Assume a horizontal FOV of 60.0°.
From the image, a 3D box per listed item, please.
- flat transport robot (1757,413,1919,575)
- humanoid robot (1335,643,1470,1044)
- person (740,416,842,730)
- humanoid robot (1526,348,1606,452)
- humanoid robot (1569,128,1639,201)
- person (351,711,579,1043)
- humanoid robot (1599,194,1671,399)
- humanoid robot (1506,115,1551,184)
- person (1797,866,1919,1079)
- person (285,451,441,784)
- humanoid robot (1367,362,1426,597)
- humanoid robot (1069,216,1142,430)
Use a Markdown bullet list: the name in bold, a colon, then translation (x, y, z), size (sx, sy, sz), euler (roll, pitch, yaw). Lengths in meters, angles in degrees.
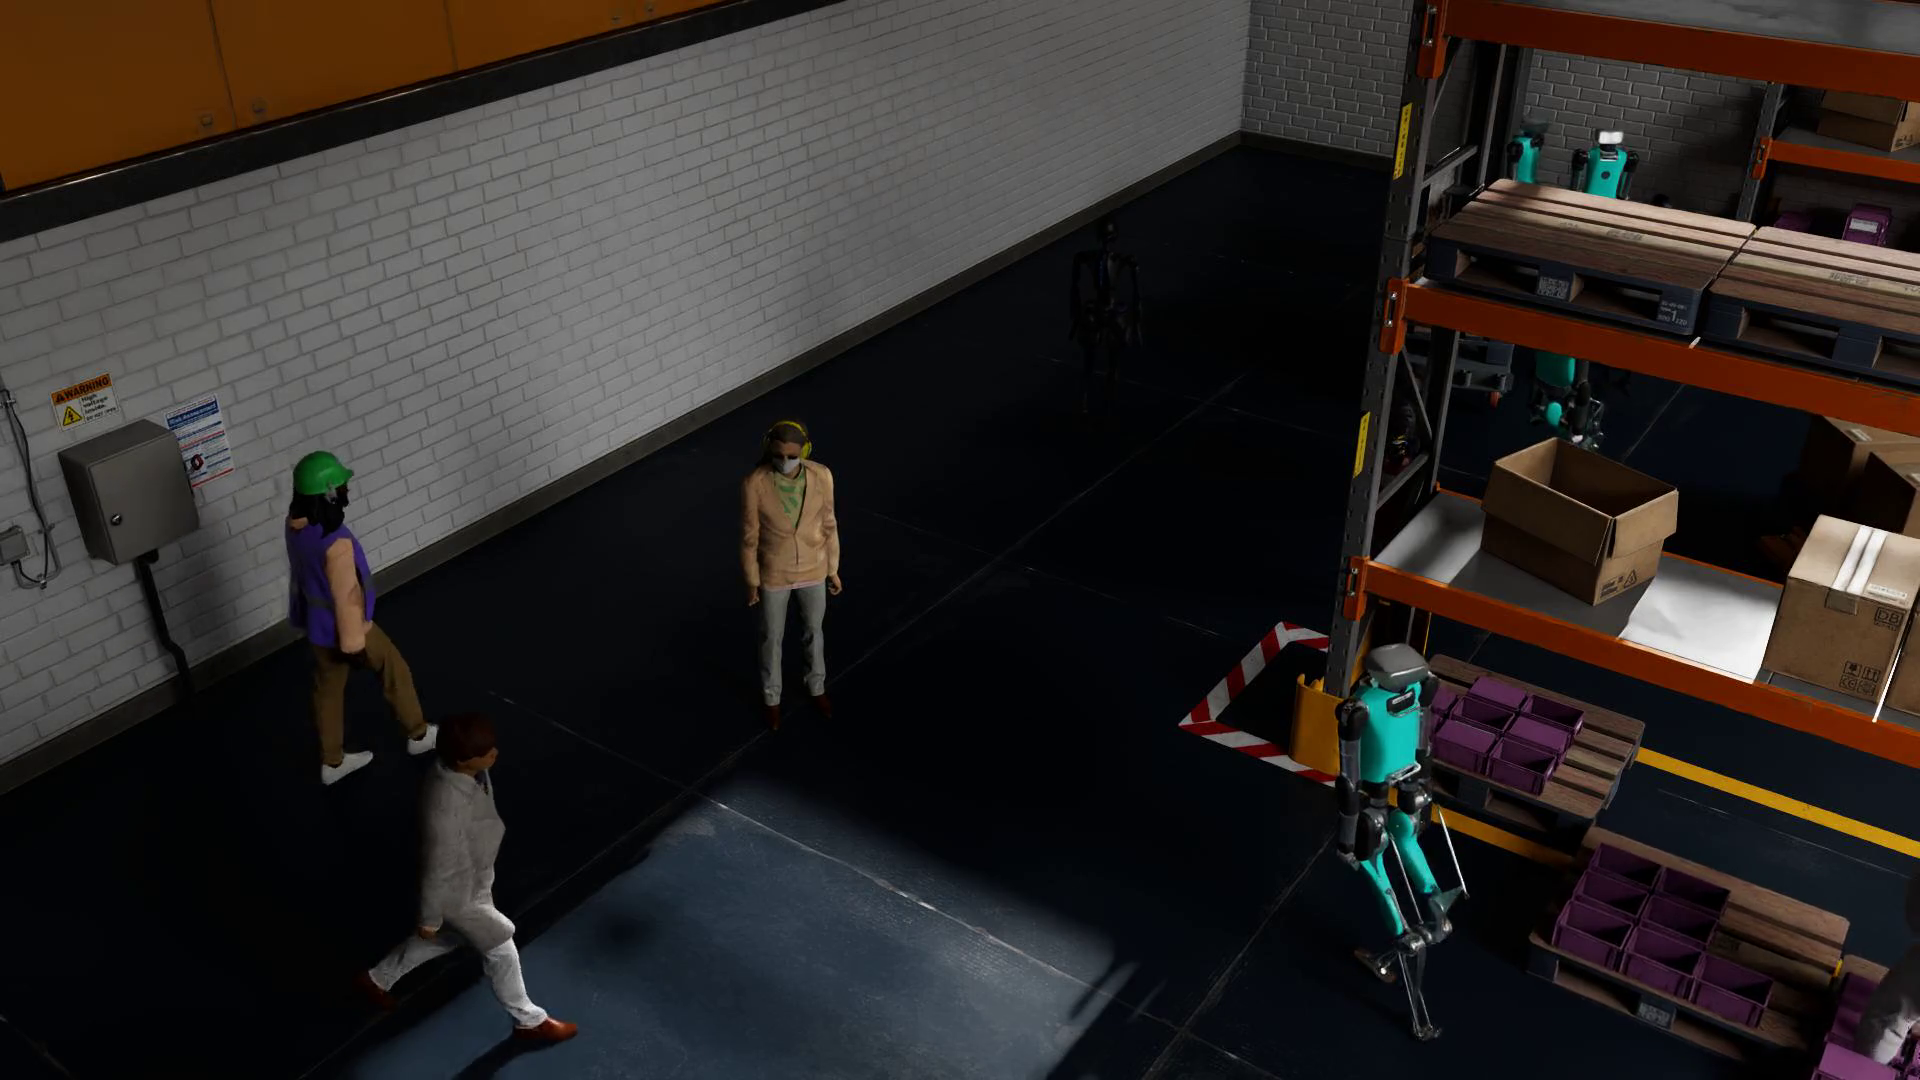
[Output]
- **flat transport robot**: translation (6.067, 0.101, 10.864), size (1.431, 0.231, 0.659), euler (-2, 30, -4)
- **humanoid robot**: translation (2.002, 1.398, 7.231), size (0.545, 1.855, 0.854), euler (-18, 34, -28)
- **person**: translation (-0.933, 0.163, 9.153), size (0.552, 1.876, 0.402), euler (-9, 31, -16)
- **humanoid robot**: translation (4.117, -0.867, 11.093), size (0.941, 1.770, 0.530), euler (-12, 32, -20)
- **humanoid robot**: translation (5.362, -2.726, 14.239), size (0.530, 1.734, 0.686), euler (4, 30, 6)
- **person**: translation (-2.202, 1.441, 7.038), size (0.901, 1.783, 0.533), euler (-1, 30, -2)
- **humanoid robot**: translation (5.281, -1.888, 12.913), size (0.584, 1.651, 0.388), euler (4, 30, 7)
- **humanoid robot**: translation (4.967, -2.652, 14.264), size (0.732, 1.896, 0.546), euler (23, 37, 34)
- **person**: translation (3.995, 1.636, 6.593), size (0.819, 1.876, 0.627), euler (23, 37, 35)
- **person**: translation (-3.155, 0.370, 8.757), size (0.569, 1.899, 0.871), euler (25, 38, 36)
- **humanoid robot**: translation (2.621, -0.342, 10.224), size (0.359, 1.652, 0.608), euler (4, 30, 7)
- **humanoid robot**: translation (1.083, -1.610, 12.421), size (0.585, 1.643, 0.386), euler (9, 31, 16)
